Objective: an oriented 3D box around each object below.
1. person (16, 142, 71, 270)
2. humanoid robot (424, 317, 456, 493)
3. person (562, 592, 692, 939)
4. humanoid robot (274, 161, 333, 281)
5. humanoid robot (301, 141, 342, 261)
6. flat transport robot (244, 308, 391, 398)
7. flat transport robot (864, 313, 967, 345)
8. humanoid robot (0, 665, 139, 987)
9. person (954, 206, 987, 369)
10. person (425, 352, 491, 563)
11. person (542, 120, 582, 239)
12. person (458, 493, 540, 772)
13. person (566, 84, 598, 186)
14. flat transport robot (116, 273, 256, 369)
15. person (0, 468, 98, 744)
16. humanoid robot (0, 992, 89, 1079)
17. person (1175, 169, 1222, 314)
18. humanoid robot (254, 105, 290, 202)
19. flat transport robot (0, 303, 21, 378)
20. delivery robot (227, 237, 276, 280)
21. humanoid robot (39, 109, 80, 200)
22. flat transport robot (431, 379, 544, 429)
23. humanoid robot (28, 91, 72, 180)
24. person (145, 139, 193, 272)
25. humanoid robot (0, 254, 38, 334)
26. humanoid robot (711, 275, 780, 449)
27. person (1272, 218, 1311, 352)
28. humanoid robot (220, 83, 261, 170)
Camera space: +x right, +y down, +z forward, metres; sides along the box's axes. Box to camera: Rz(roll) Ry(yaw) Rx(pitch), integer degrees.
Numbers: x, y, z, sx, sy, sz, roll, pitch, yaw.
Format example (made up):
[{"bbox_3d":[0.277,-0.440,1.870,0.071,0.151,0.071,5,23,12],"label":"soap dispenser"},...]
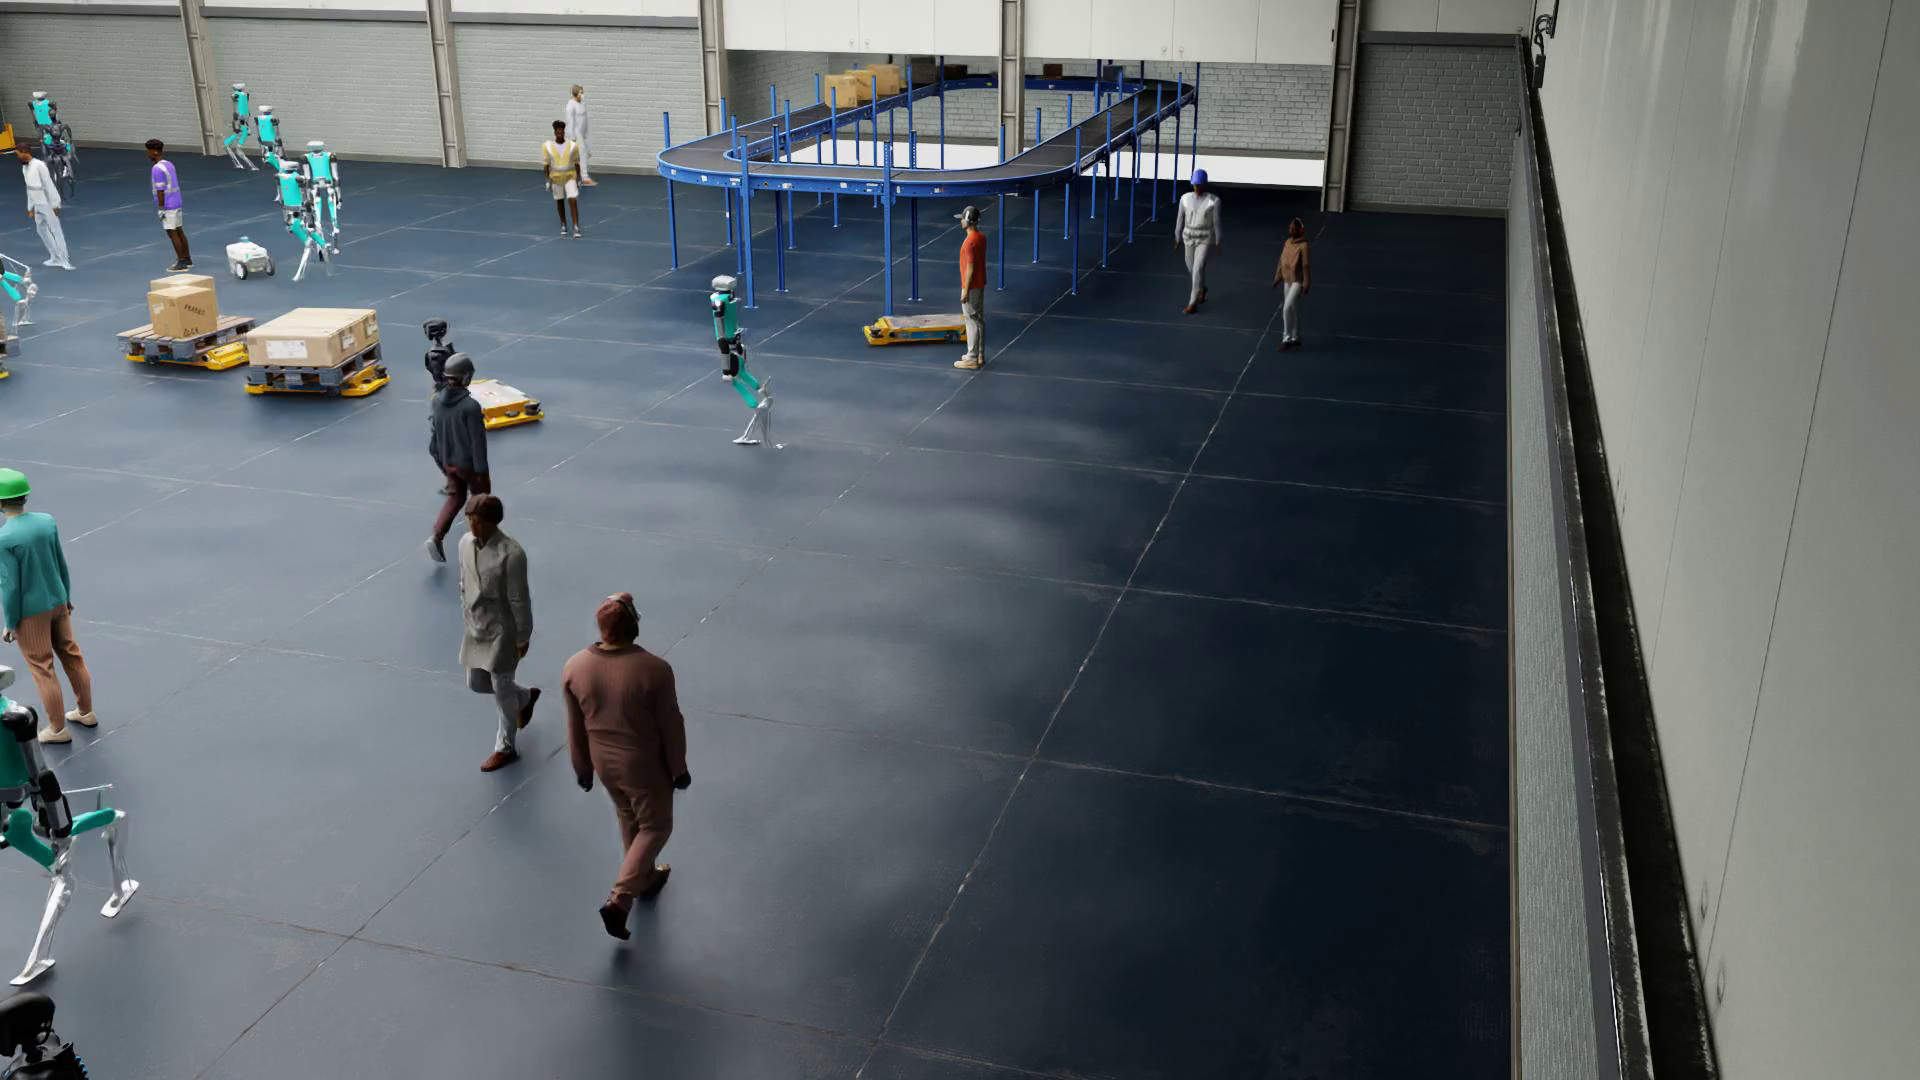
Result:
[{"bbox_3d":[-13.691,-5.008,24.947,0.735,1.874,0.383,15,26,34],"label":"person"},{"bbox_3d":[-4.799,-1.271,15.521,0.431,1.643,0.608,-2,21,-4],"label":"humanoid robot"},{"bbox_3d":[-1.776,1.190,8.855,0.642,1.878,0.783,8,23,20],"label":"person"},{"bbox_3d":[-9.488,-4.646,24.311,0.547,1.834,0.828,9,23,22],"label":"humanoid robot"},{"bbox_3d":[-9.856,-5.212,25.660,0.550,1.760,0.998,-4,21,-10],"label":"humanoid robot"},{"bbox_3d":[-7.300,-1.830,18.923,1.431,0.231,0.659,2,21,5],"label":"flat transport robot"},{"bbox_3d":[-0.471,-2.670,21.102,1.431,0.231,0.659,-4,21,-10],"label":"flat transport robot"},{"bbox_3d":[-4.710,1.359,8.677,0.543,1.759,1.039,6,22,15],"label":"humanoid robot"},{"bbox_3d":[0.113,-2.982,19.631,0.393,1.911,0.480,7,22,18],"label":"person"},{"bbox_3d":[-4.153,-0.663,13.782,0.546,1.795,0.700,10,23,25],"label":"person"},{"bbox_3d":[-6.505,-5.909,27.231,0.609,1.903,0.966,-4,22,-11],"label":"person"},{"bbox_3d":[-2.931,0.548,10.601,0.521,1.820,0.582,11,24,27],"label":"person"},{"bbox_3d":[-7.412,-7.855,32.250,0.660,1.922,0.641,6,22,15],"label":"person"},{"bbox_3d":[-9.268,-2.277,20.084,1.431,0.231,0.659,7,22,17],"label":"flat transport robot"},{"bbox_3d":[-6.015,0.432,10.826,0.363,1.873,0.518,7,22,17],"label":"person"},{"bbox_3d":[-3.263,2.359,6.084,0.315,1.656,0.599,-8,22,-19],"label":"humanoid robot"},{"bbox_3d":[3.235,-4.073,22.471,0.627,1.911,0.938,13,25,30],"label":"person"},{"bbox_3d":[-12.434,-7.024,30.452,0.538,1.868,0.674,10,23,24],"label":"humanoid robot"},{"bbox_3d":[-11.790,-2.020,19.416,1.431,0.231,0.659,15,26,34],"label":"flat transport robot"},{"bbox_3d":[-10.525,-4.167,24.606,0.801,0.608,0.499,20,29,41],"label":"delivery robot"},{"bbox_3d":[-16.574,-7.090,30.611,0.601,1.640,0.503,-14,25,-32],"label":"humanoid robot"},{"bbox_3d":[-5.139,-1.489,18.040,0.659,0.231,1.431,-17,27,-37],"label":"flat transport robot"},{"bbox_3d":[-17.835,-7.954,32.805,0.532,1.813,0.758,1,21,3],"label":"humanoid robot"},{"bbox_3d":[-11.812,-4.990,24.798,0.386,1.952,0.611,-3,21,-7],"label":"person"},{"bbox_3d":[-12.122,-3.453,21.215,0.829,1.841,0.530,-15,26,-34],"label":"humanoid robot"},{"bbox_3d":[-2.104,-1.710,16.737,0.722,1.897,0.539,2,21,5],"label":"humanoid robot"},{"bbox_3d":[4.025,-3.130,20.404,0.632,1.634,0.467,-10,23,-24],"label":"person"},{"bbox_3d":[-14.758,-8.391,33.895,0.833,1.778,0.553,3,21,6],"label":"humanoid robot"}]
